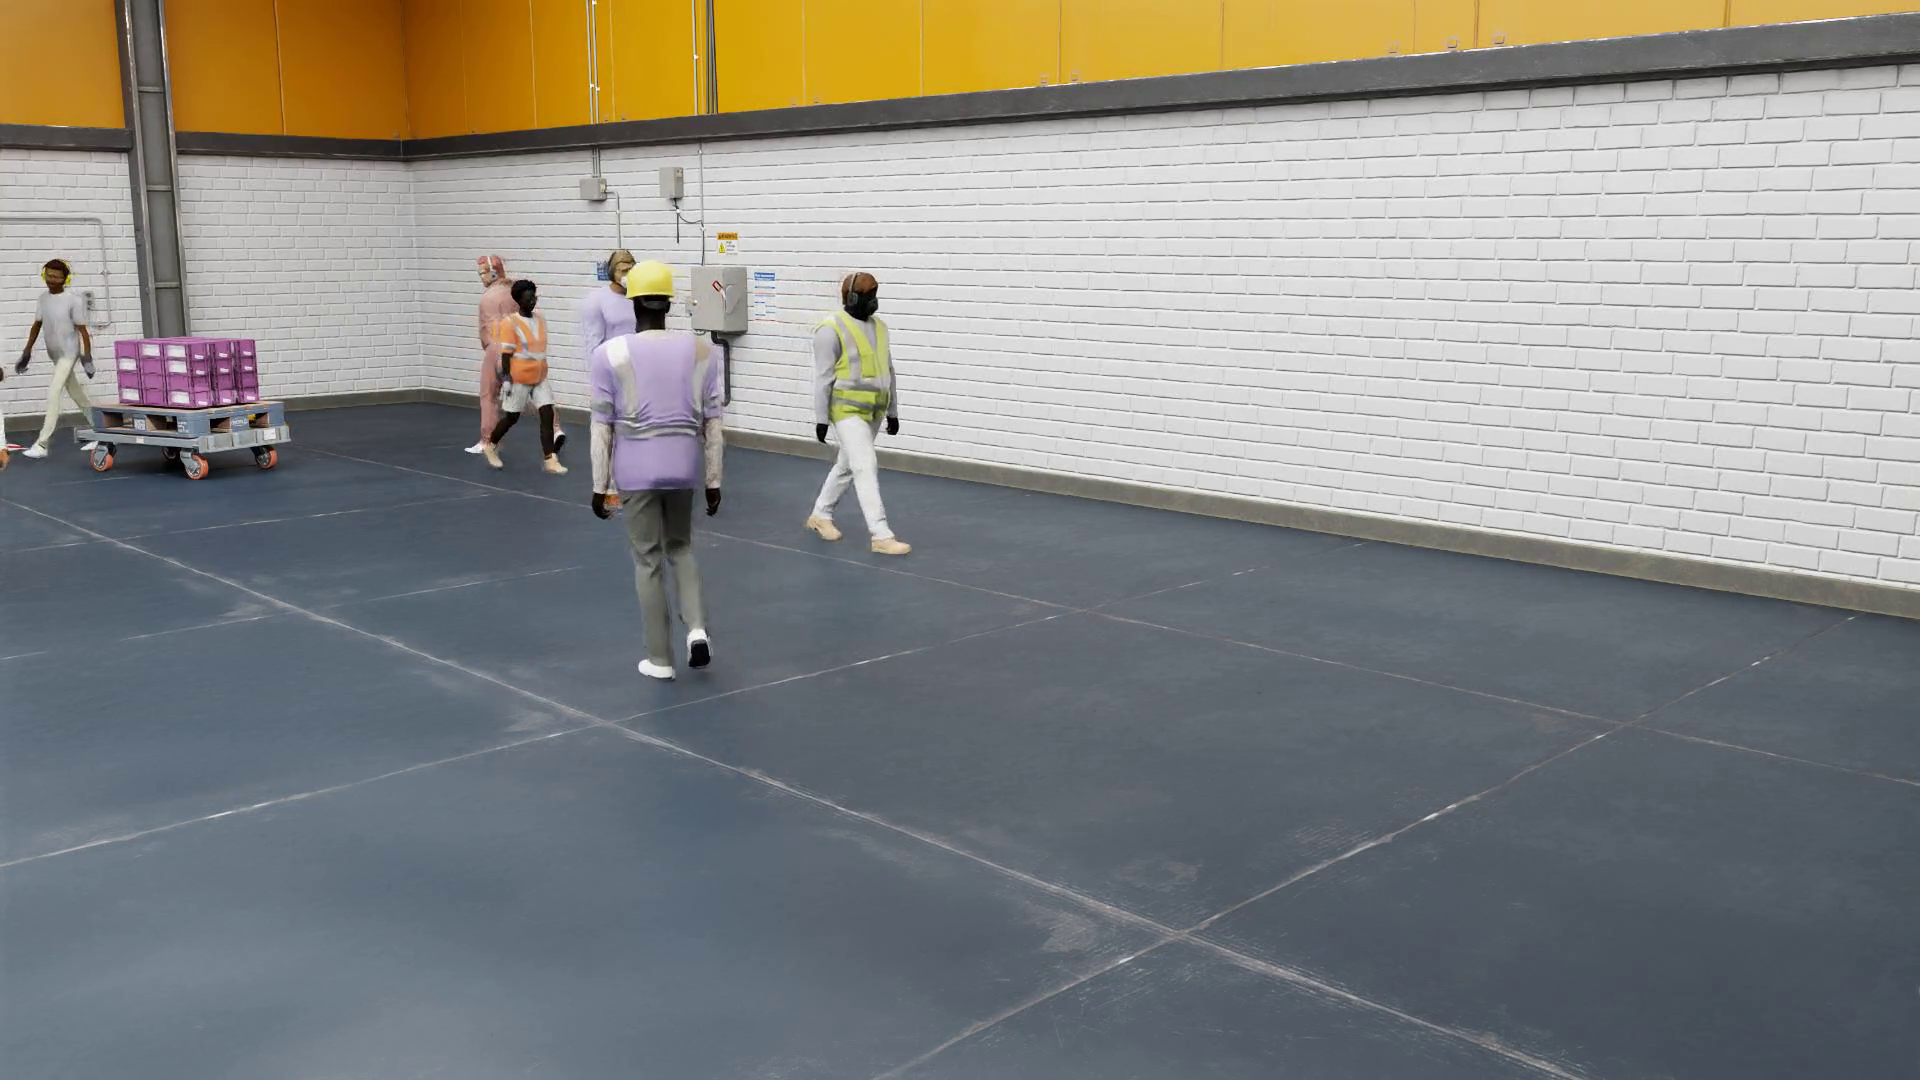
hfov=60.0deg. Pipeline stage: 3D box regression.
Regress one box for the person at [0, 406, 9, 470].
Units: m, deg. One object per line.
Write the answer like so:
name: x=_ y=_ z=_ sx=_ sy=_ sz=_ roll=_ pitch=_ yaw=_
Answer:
person: x=-5.666 y=-0.556 z=9.286 sx=0.919 sy=1.783 sz=0.612 roll=8 pitch=13 yaw=38

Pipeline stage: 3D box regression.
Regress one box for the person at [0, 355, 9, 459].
person: x=-8.685 y=-1.520 z=14.385 sx=0.600 sy=1.834 sz=0.989 roll=1 pitch=10 yaw=7

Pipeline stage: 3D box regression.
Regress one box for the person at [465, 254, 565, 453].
person: x=-4.127 y=-1.698 z=15.330 sx=0.972 sy=1.859 sz=0.646 roll=4 pitch=11 yaw=19

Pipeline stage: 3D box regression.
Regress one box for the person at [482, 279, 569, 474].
person: x=-3.753 y=-1.391 z=14.166 sx=0.820 sy=1.665 sz=0.530 roll=6 pitch=12 yaw=31

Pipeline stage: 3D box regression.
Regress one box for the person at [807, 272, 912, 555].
person: x=-0.690 y=-0.839 z=10.797 sx=0.961 sy=1.802 sz=0.645 roll=8 pitch=13 yaw=35

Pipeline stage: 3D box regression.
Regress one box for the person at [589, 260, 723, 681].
person: x=-1.388 y=-0.304 z=7.561 sx=0.586 sy=1.912 sz=0.409 roll=-7 pitch=12 yaw=-32

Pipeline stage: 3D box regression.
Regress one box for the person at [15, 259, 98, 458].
person: x=-8.306 y=-1.684 z=15.374 sx=0.611 sy=1.814 sz=0.982 roll=5 pitch=12 yaw=27

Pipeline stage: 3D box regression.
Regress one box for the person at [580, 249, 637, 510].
person: x=-2.445 y=-1.151 z=12.177 sx=0.644 sy=1.916 sz=0.702 roll=-9 pitch=14 yaw=-40

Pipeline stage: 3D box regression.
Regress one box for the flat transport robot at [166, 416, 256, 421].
flat transport robot: x=-7.605 y=-1.140 z=16.591 sx=0.652 sy=0.197 sz=1.431 roll=7 pitch=12 yaw=33
